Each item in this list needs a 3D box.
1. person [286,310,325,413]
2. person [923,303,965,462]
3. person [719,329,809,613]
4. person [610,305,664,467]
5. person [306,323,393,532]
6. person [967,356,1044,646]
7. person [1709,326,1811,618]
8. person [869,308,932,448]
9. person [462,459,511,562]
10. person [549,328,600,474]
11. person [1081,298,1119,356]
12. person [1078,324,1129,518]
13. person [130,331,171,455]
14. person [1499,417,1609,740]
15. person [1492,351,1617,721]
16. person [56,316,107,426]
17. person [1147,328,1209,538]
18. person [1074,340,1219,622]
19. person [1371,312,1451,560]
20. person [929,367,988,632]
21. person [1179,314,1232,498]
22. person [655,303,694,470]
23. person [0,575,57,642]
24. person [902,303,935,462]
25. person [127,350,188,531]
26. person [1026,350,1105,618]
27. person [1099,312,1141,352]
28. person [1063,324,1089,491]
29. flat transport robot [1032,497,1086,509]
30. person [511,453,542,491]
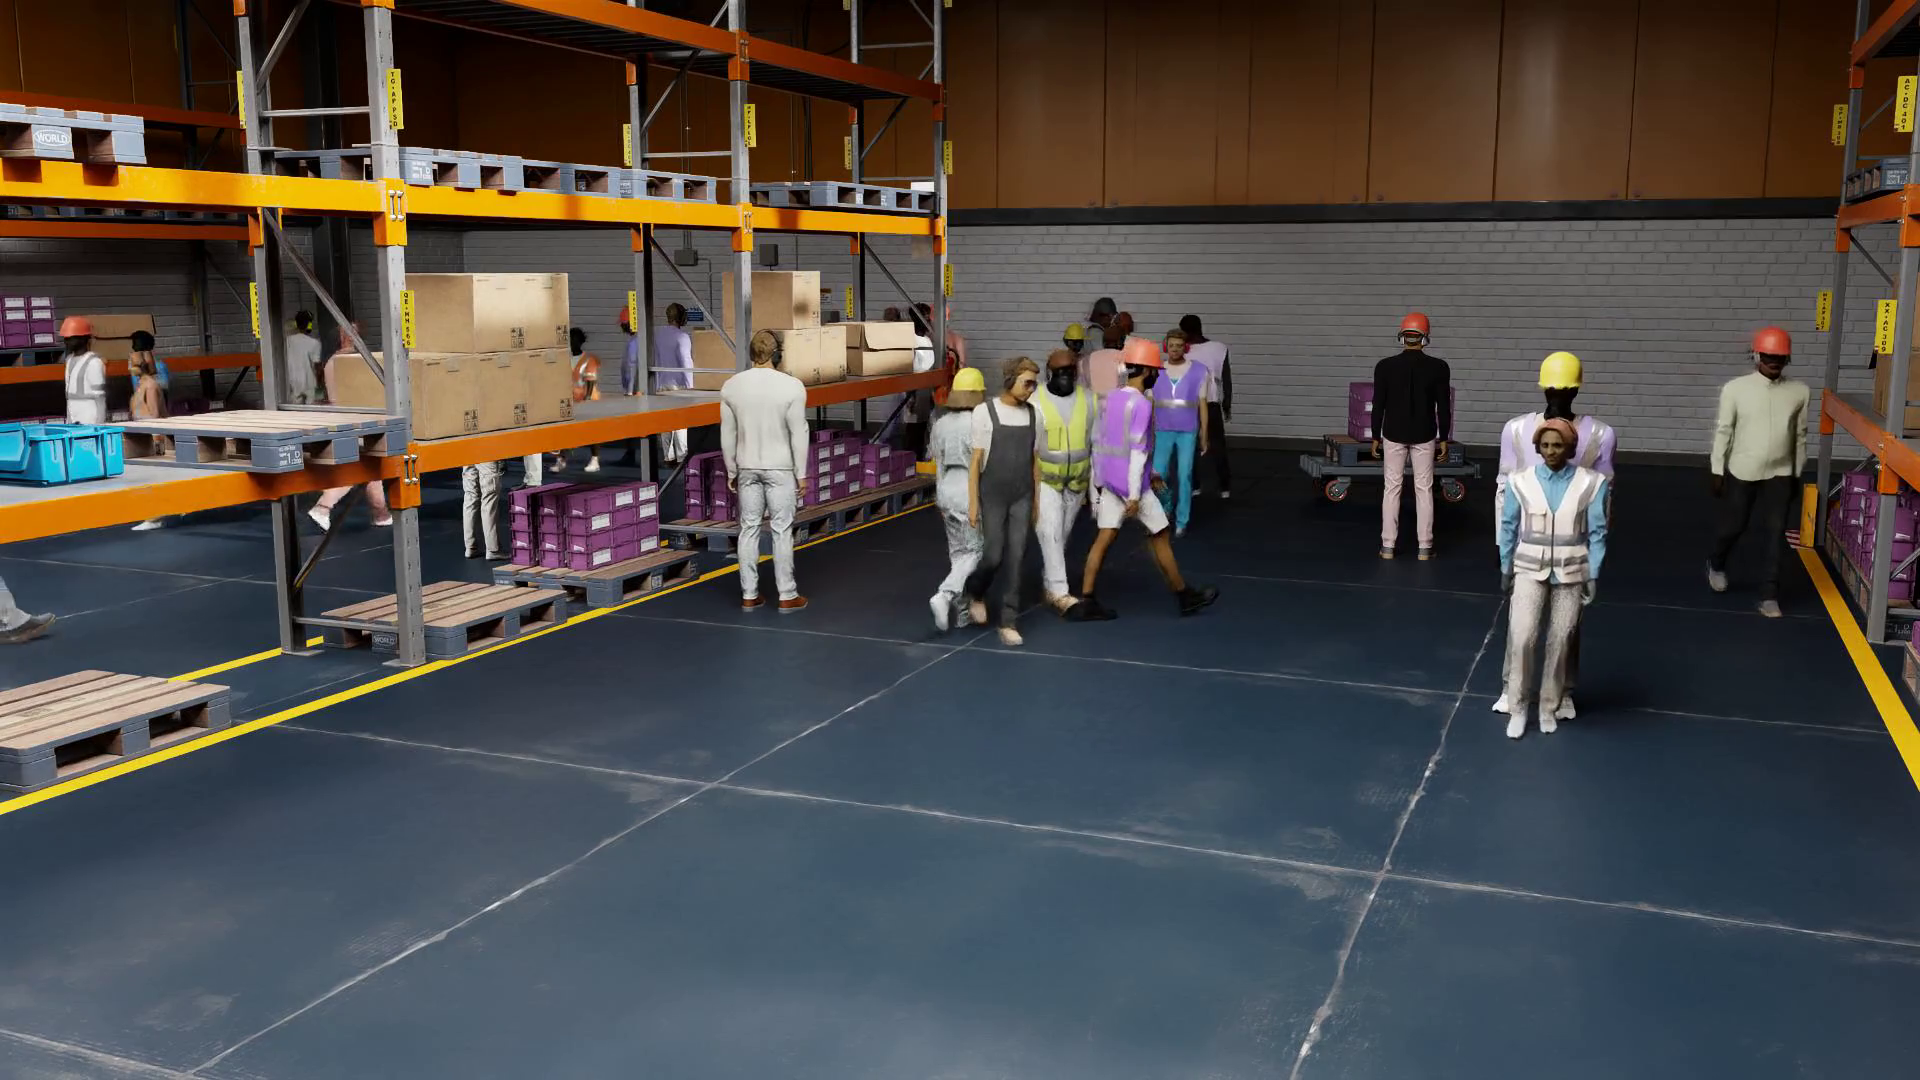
[{"bbox_3d":[-7.775,-1.787,19.642,0.535,1.850,0.538,1,9,6],"label":"person"},{"bbox_3d":[-0.192,-1.850,19.751,0.636,1.949,0.896,6,11,33],"label":"person"},{"bbox_3d":[-1.326,-0.463,11.357,0.629,1.939,0.372,3,10,17],"label":"person"},{"bbox_3d":[-3.798,-1.805,19.629,0.624,1.907,0.591,-2,10,-12],"label":"person"},{"bbox_3d":[-5.419,-0.997,14.810,0.930,1.871,0.653,-9,13,-43],"label":"person"},{"bbox_3d":[0.269,-0.257,10.490,0.536,1.810,0.549,-4,10,-21],"label":"person"},{"bbox_3d":[5.493,-0.496,11.491,0.628,1.970,0.852,1,9,6],"label":"person"},{"bbox_3d":[-0.717,-2.057,21.373,1.063,1.831,0.716,0,9,0],"label":"person"},{"bbox_3d":[-3.838,-0.646,13.371,0.523,1.638,0.310,6,11,33],"label":"person"},{"bbox_3d":[-4.371,-1.569,18.887,0.539,1.662,0.787,4,10,22],"label":"person"},{"bbox_3d":[1.761,-1.857,19.494,0.958,2.000,0.697,1,9,7],"label":"person"},{"bbox_3d":[1.398,-1.097,15.556,0.667,1.822,0.436,5,10,26],"label":"person"},{"bbox_3d":[-8.647,-1.400,17.803,0.552,1.679,0.370,5,11,28],"label":"person"},{"bbox_3d":[2.950,0.203,8.303,0.512,1.616,0.579,3,10,20],"label":"person"},{"bbox_3d":[3.093,-0.021,8.710,0.585,1.928,0.366,5,10,26],"label":"person"},{"bbox_3d":[-8.095,-1.140,15.540,0.557,1.916,0.763,8,12,41],"label":"person"},{"bbox_3d":[1.890,-0.925,14.499,0.579,1.831,0.442,3,10,16],"label":"person"},{"bbox_3d":[1.213,-0.393,11.116,1.028,1.868,0.550,-4,10,-24],"label":"person"},{"bbox_3d":[3.636,-0.835,13.437,0.622,1.992,0.397,3,10,17],"label":"person"},{"bbox_3d":[-0.027,-0.244,10.717,0.485,1.722,0.622,8,12,40],"label":"person"},{"bbox_3d":[2.474,-1.366,17.023,0.634,1.875,0.548,-1,9,-7],"label":"person"},{"bbox_3d":[-3.293,-1.786,19.374,0.372,1.940,0.632,-8,13,-41],"label":"person"},{"bbox_3d":[-6.012,-0.195,10.071,0.601,1.826,1.003,5,11,30],"label":"person"},{"bbox_3d":[-0.448,-1.623,18.299,0.368,1.966,0.603,4,10,22],"label":"person"},{"bbox_3d":[-7.192,-0.895,14.916,0.490,1.618,0.527,-6,11,-32],"label":"person"},{"bbox_3d":[0.699,-0.391,11.360,0.629,1.794,0.944,-3,10,-17],"label":"person"},{"bbox_3d":[1.788,-1.616,18.588,0.603,1.851,0.680,-1,9,-6],"label":"person"},{"bbox_3d":[1.179,-1.369,17.368,0.532,1.767,0.328,-7,12,-36],"label":"person"},{"bbox_3d":[0.576,-0.507,16.663,0.652,0.197,1.431,-6,11,-32],"label":"flat transport robot"},{"bbox_3d":[-4.517,-1.388,17.270,0.404,1.836,0.597,-3,10,-19],"label":"person"}]
